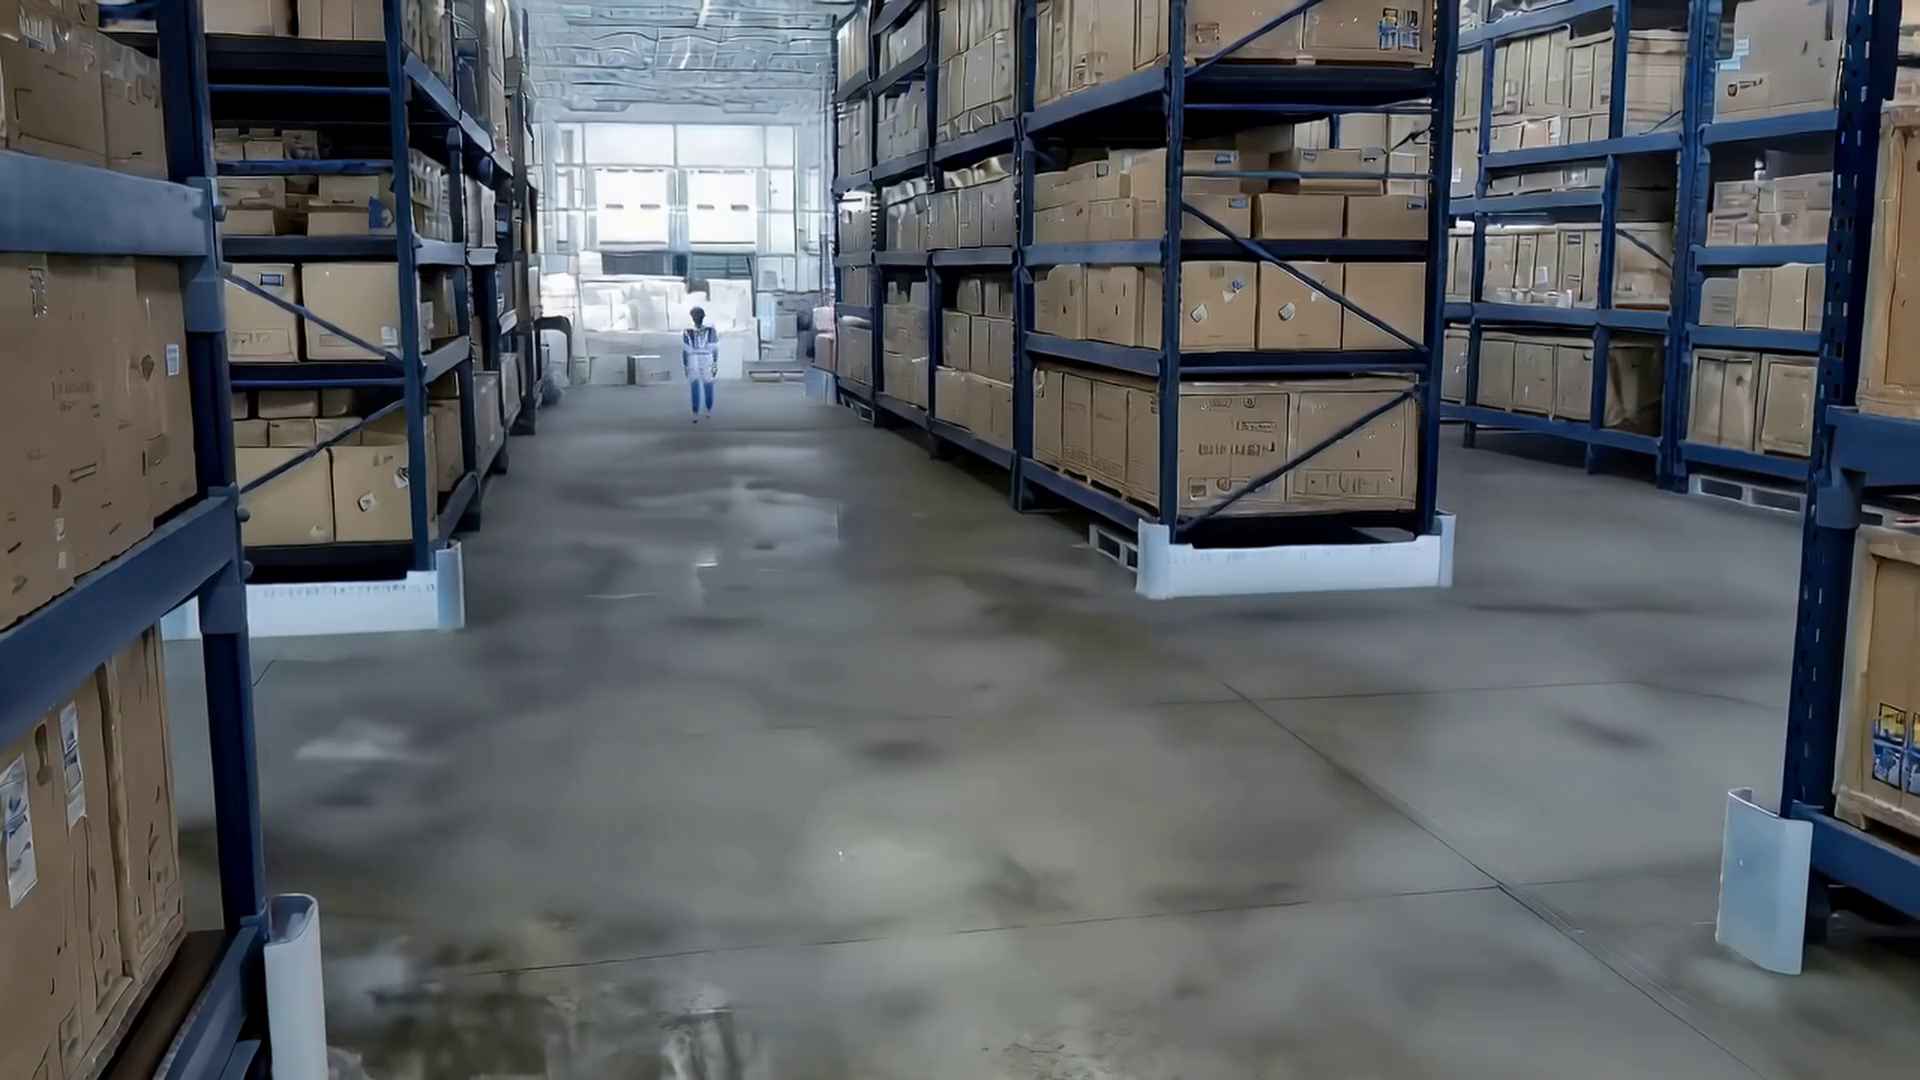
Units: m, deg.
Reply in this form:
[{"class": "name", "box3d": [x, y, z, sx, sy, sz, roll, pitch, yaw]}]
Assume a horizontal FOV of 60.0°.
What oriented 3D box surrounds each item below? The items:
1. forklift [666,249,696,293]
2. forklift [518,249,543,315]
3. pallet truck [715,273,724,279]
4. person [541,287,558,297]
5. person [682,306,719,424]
[{"class": "forklift", "box3d": [-9.168, -8.197, 54.788, 1.873, 2.768, 1.129, 9, 13, 43]}, {"class": "forklift", "box3d": [-14.410, -8.377, 55.886, 1.873, 2.768, 1.129, 3, 10, 19]}, {"class": "pallet truck", "box3d": [-8.580, -8.986, 62.280, 1.885, 1.965, 0.823, 1, 9, 5]}, {"class": "person", "box3d": [-14.515, -8.388, 58.844, 0.587, 1.928, 0.381, -1, 9, -9]}, {"class": "person", "box3d": [-3.715, -2.520, 23.835, 0.538, 1.676, 0.630, -1, 9, -5]}]
